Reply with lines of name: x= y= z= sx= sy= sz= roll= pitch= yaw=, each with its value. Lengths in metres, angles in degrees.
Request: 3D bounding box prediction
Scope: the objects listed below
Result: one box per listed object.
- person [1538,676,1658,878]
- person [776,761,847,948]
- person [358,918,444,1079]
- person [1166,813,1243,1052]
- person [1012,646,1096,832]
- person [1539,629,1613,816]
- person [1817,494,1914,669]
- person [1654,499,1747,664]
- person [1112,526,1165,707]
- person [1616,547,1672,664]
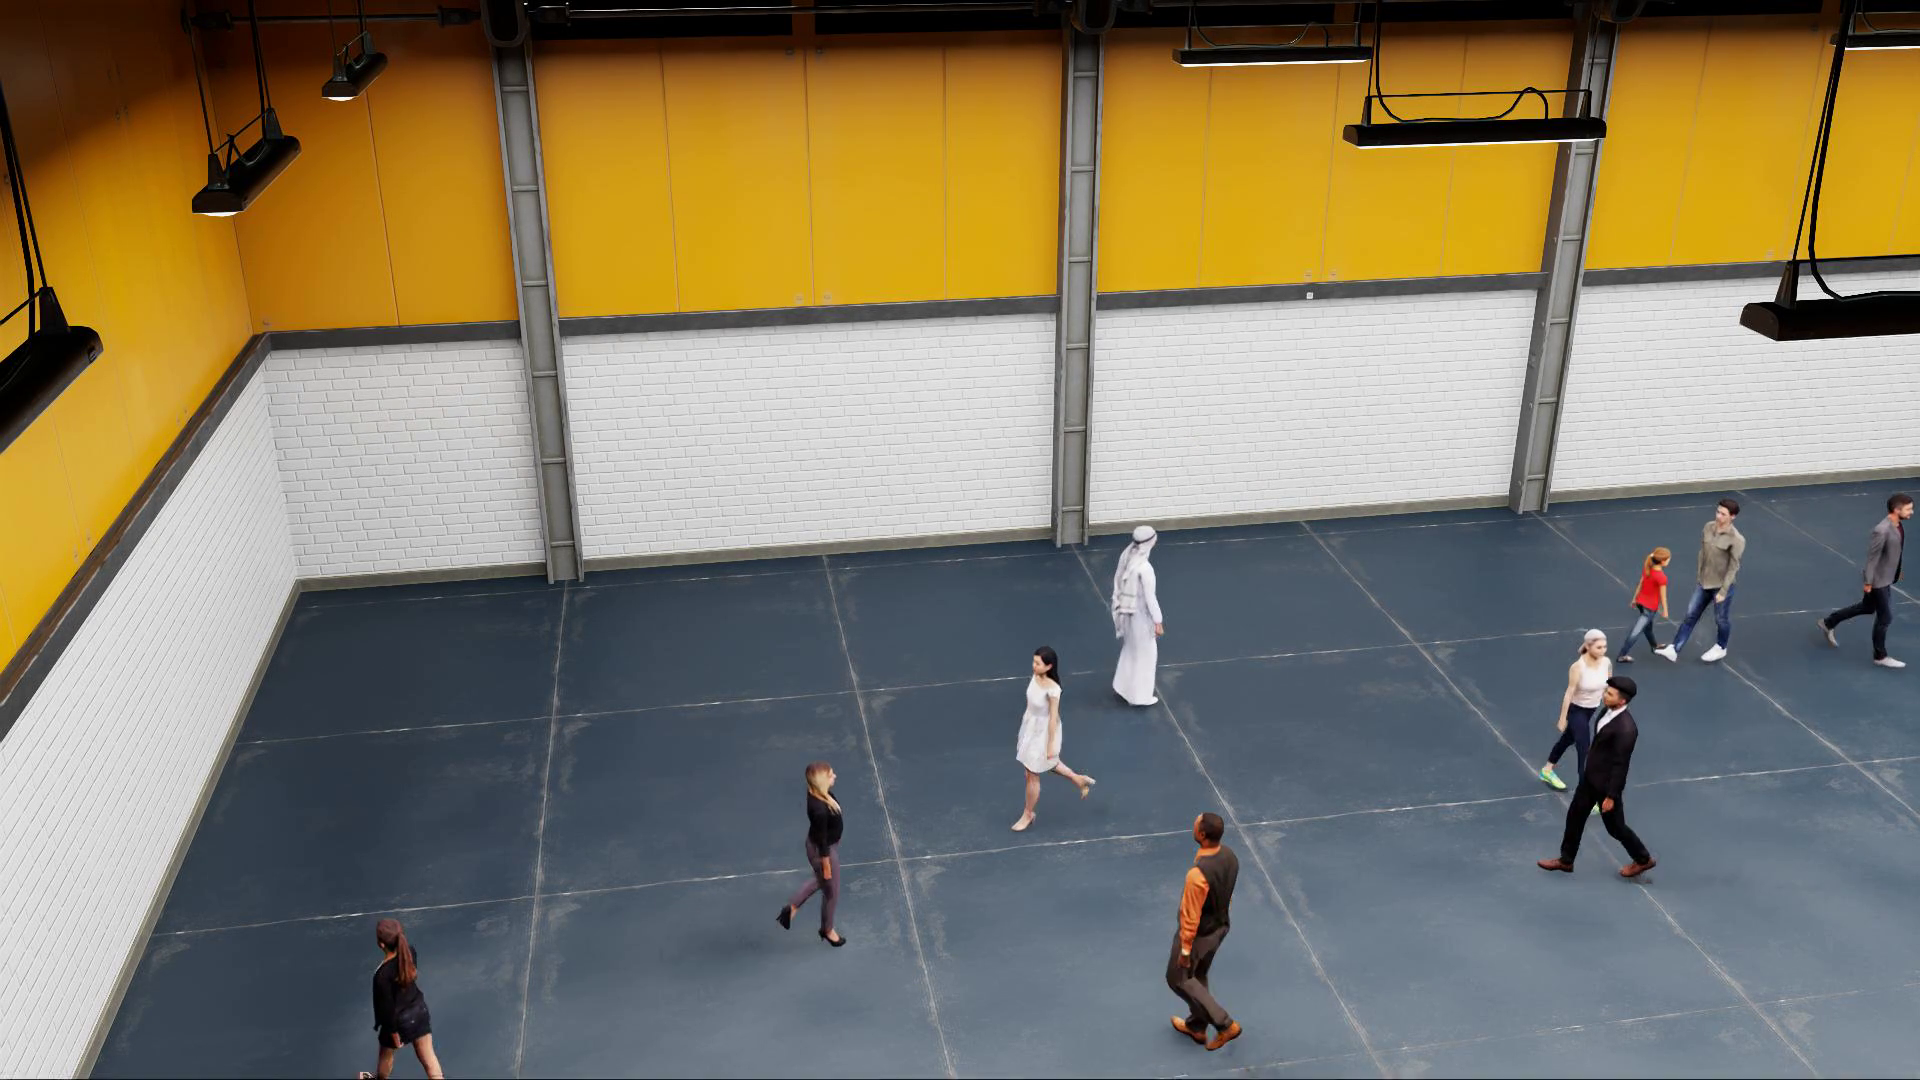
person: x=5.346 y=1.962 z=13.508 sx=1.242 sy=1.850 sz=0.897 roll=1 pitch=24 yaw=3
person: x=-1.136 y=2.415 z=12.713 sx=0.767 sy=1.656 sz=0.608 roll=-5 pitch=24 yaw=-11
person: x=-3.637 y=3.203 z=11.073 sx=1.028 sy=1.526 sz=0.924 roll=13 pitch=27 yaw=27
person: x=1.763 y=2.778 z=11.584 sx=1.010 sy=1.895 sz=0.961 roll=19 pitch=30 yaw=37
person: x=0.764 y=1.688 z=14.253 sx=1.037 sy=1.755 sz=0.741 roll=-9 pitch=25 yaw=-19
person: x=5.437 y=1.521 z=14.753 sx=1.133 sy=1.660 sz=0.943 roll=-14 pitch=27 yaw=-28
person: x=9.394 y=0.372 z=17.153 sx=1.214 sy=1.843 sz=1.201 roll=18 pitch=29 yaw=35
person: x=7.805 y=0.447 z=17.011 sx=1.225 sy=1.819 sz=0.905 roll=-10 pitch=25 yaw=-21
person: x=1.672 y=0.745 z=16.204 sx=0.808 sy=1.920 sz=0.813 roll=-10 pitch=26 yaw=-22
person: x=7.017 y=0.696 z=17.121 sx=0.887 sy=1.275 sz=0.529 roll=-6 pitch=24 yaw=-13
